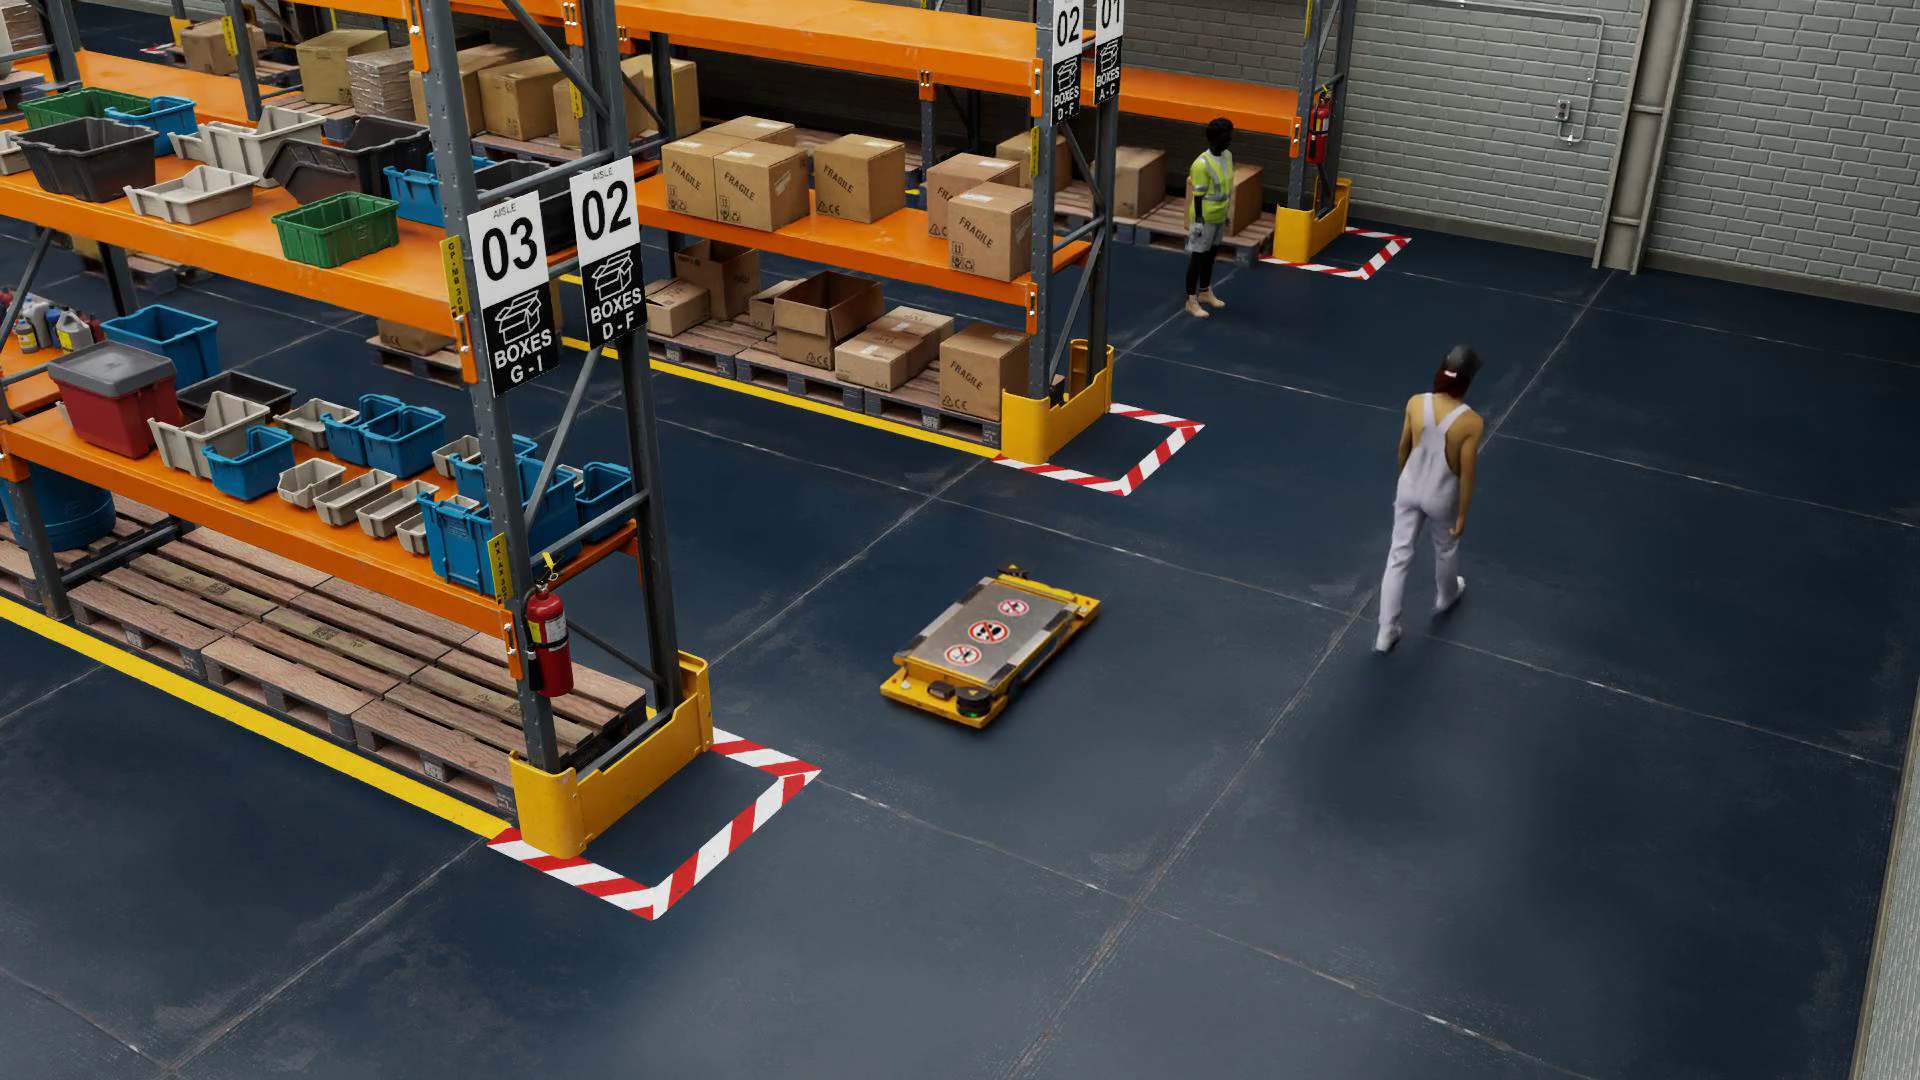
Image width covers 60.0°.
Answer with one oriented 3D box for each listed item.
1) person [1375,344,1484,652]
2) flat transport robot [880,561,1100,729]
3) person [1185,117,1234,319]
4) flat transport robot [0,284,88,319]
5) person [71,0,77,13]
[{"bbox_3d":[2.726,-0.282,9.557,0.499,1.808,0.964,17,34,28],"label":"person"},{"bbox_3d":[0.199,0.581,9.591,0.659,0.231,1.431,16,33,27],"label":"flat transport robot"},{"bbox_3d":[2.119,-2.732,14.069,0.319,1.695,0.531,20,35,32],"label":"person"},{"bbox_3d":[-7.938,-1.824,13.906,1.431,0.231,0.659,19,34,30],"label":"flat transport robot"},{"bbox_3d":[-11.900,-7.081,21.780,0.582,1.782,1.000,-12,31,-21],"label":"person"}]
